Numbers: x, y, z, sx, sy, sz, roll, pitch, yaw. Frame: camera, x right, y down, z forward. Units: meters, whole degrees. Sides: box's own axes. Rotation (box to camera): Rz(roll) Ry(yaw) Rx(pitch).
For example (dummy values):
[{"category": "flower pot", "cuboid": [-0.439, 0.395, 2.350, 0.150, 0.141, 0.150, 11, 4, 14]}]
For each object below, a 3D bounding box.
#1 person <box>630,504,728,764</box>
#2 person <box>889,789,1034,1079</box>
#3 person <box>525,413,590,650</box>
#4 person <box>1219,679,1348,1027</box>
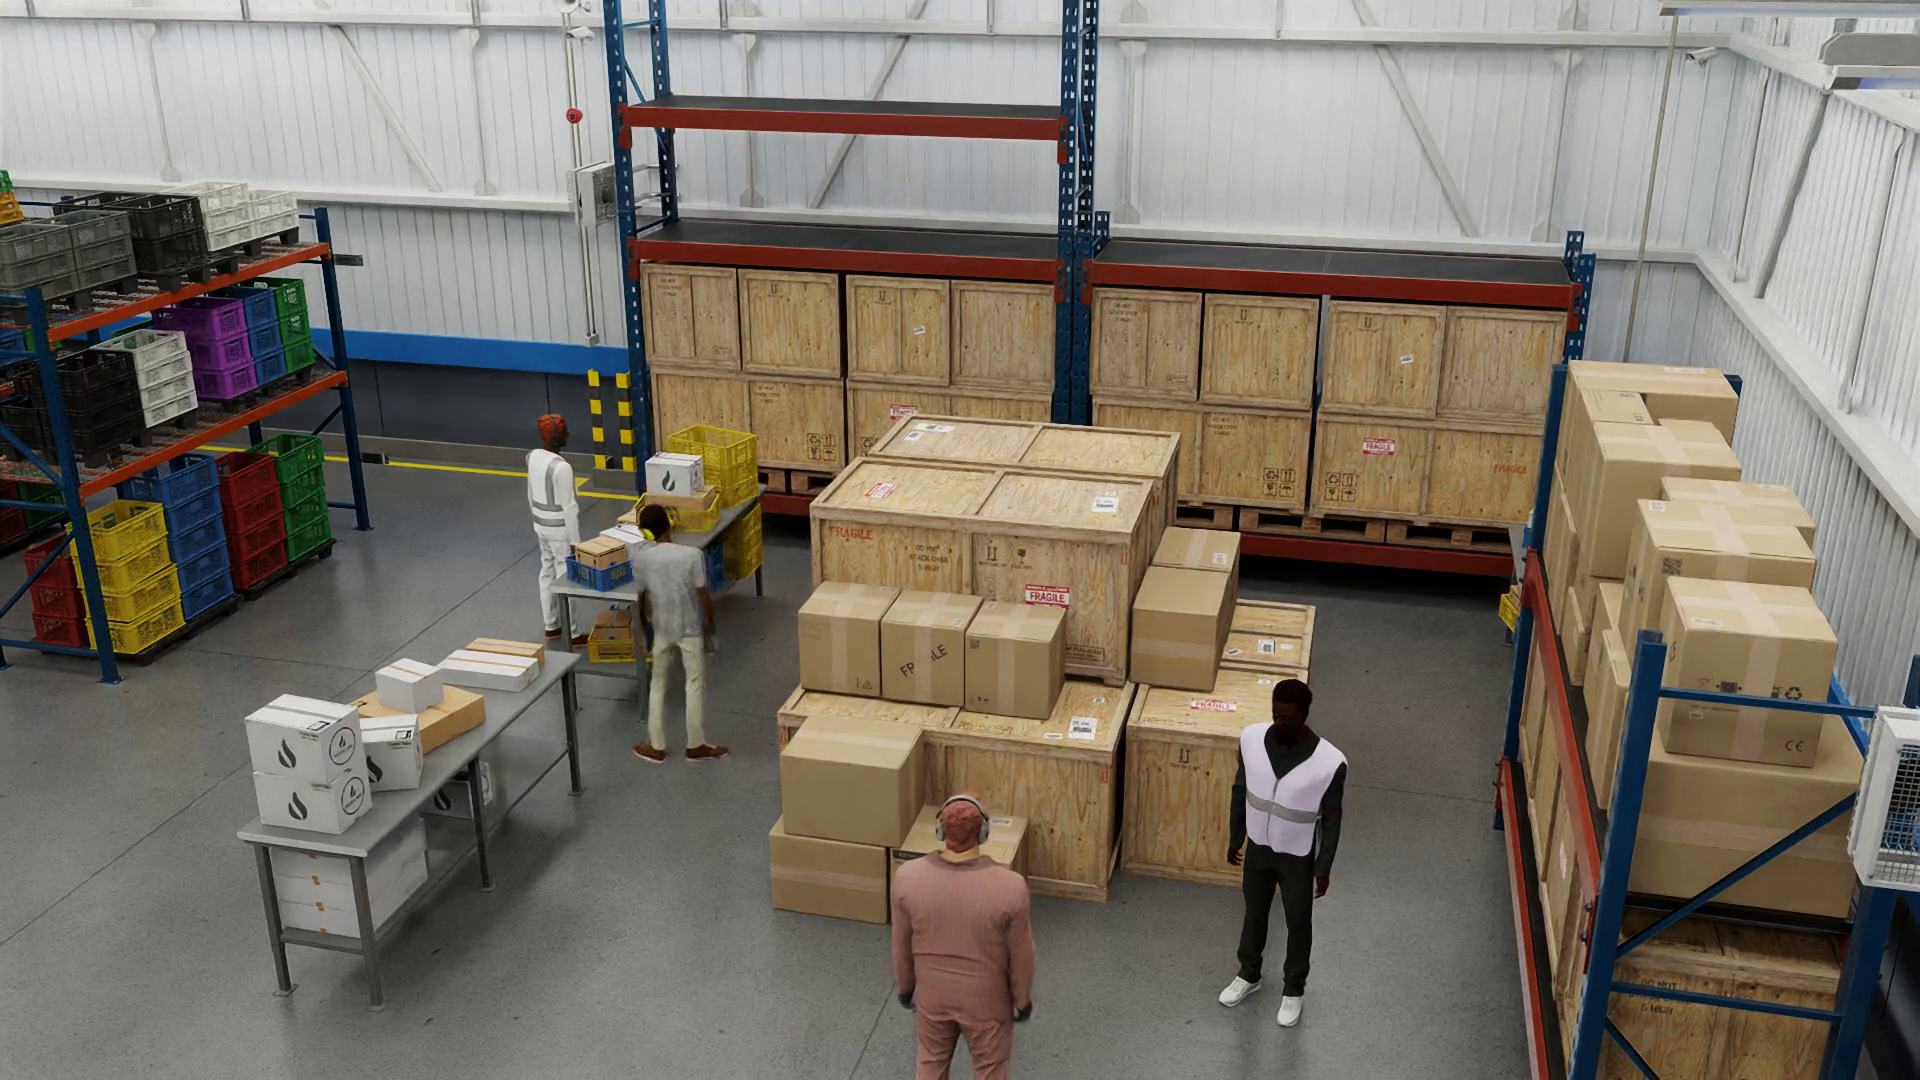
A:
[{"category": "person", "cuboid": [-1.915, 0.642, 11.165, 0.656, 1.834, 0.342, 4, 21, 11]}, {"category": "person", "cuboid": [0.016, 2.002, 7.515, 0.651, 1.900, 0.400, 6, 22, 15]}, {"category": "person", "cuboid": [-3.129, -0.069, 12.949, 0.356, 1.881, 0.575, -18, 28, -39]}, {"category": "person", "cuboid": [1.663, 1.583, 8.577, 0.591, 1.919, 0.392, 13, 25, 31]}]
